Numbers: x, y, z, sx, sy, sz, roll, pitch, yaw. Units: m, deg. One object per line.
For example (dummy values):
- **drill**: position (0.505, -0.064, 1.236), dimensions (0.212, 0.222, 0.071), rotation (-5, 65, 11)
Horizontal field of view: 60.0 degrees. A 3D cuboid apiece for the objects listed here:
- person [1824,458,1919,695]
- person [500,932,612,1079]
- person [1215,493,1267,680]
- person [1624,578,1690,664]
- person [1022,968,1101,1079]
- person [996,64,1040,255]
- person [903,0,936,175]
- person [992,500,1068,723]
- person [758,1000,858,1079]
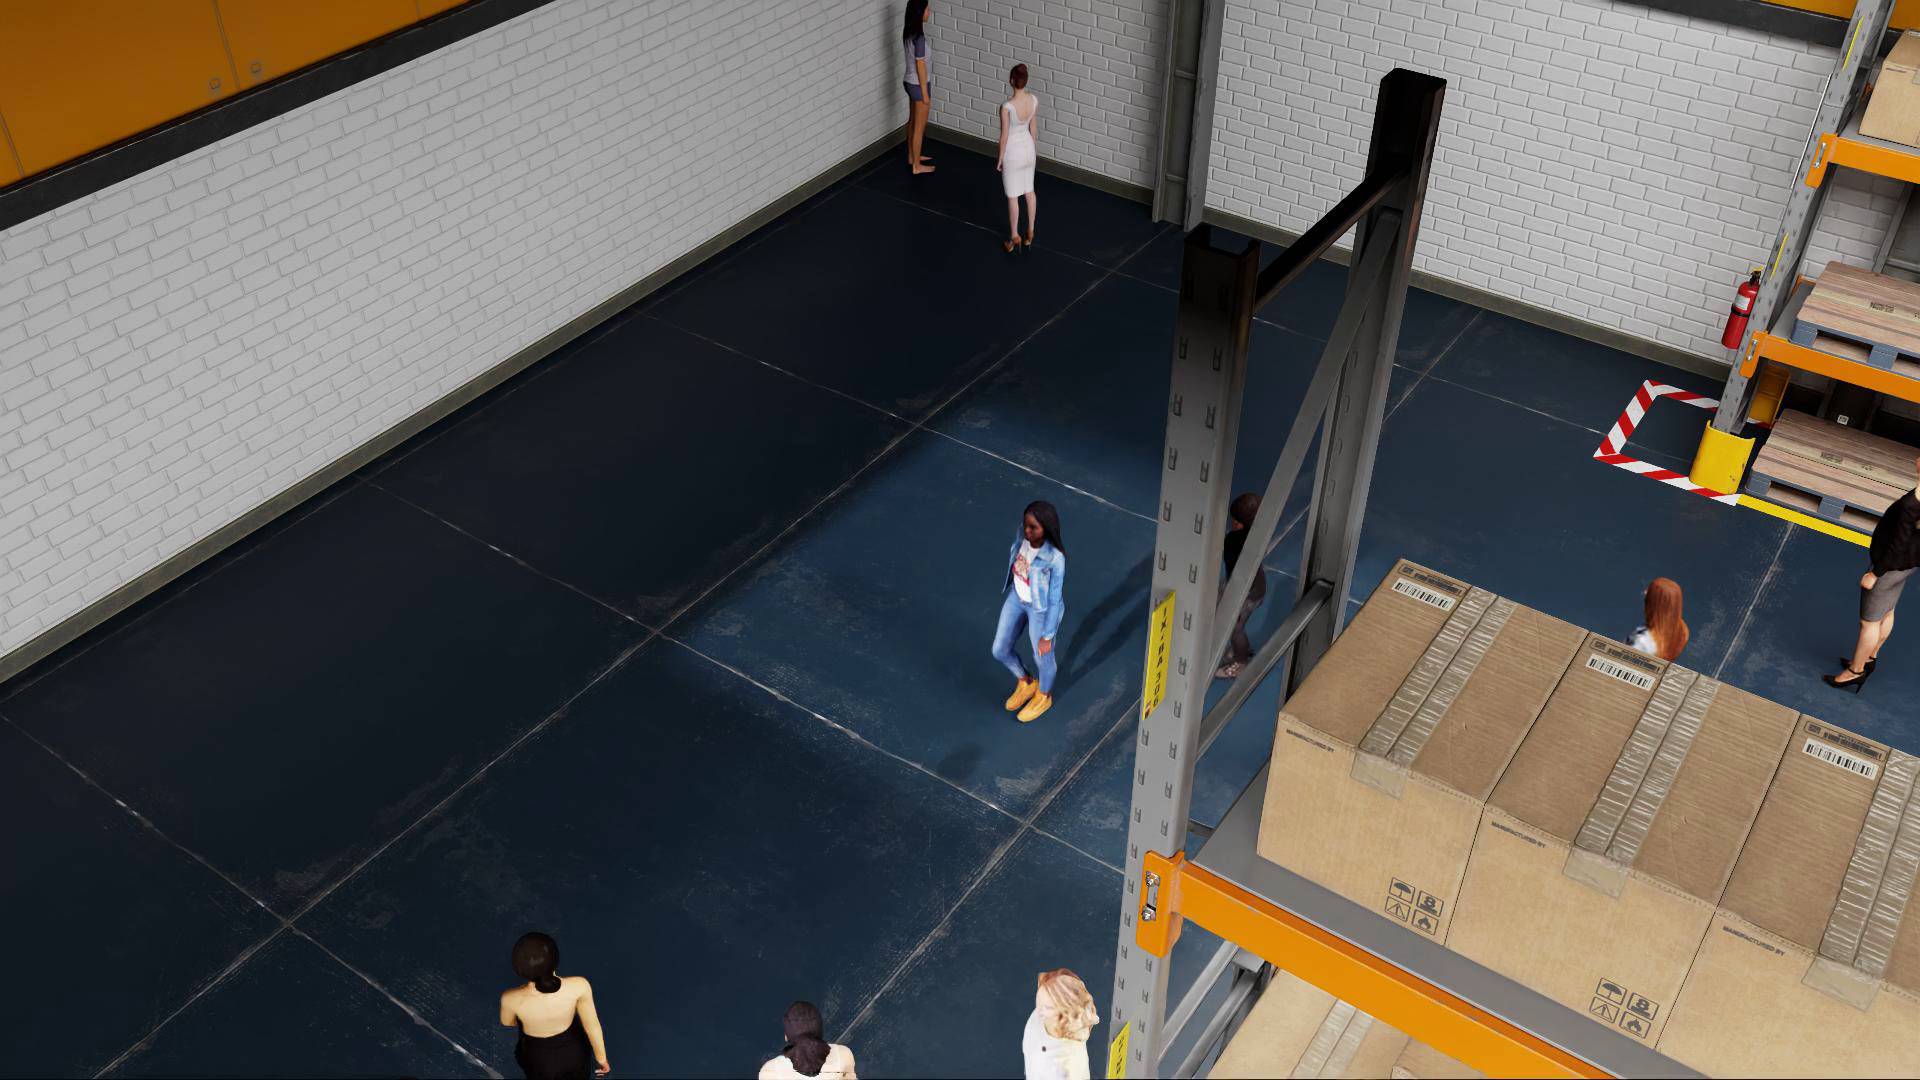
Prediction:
- **person**: position (5.784, 0.190, 10.321), dimensions (0.664, 1.842, 0.633), rotation (-28, 46, -30)
- **person**: position (-1.854, 2.465, 7.661), dimensions (0.932, 1.607, 1.126), rotation (-14, 41, -17)
- **person**: position (1.834, 0.312, 10.348), dimensions (0.756, 1.616, 0.729), rotation (4, 39, 5)
- **person**: position (3.871, 0.923, 9.518), dimensions (0.649, 1.698, 0.589), rotation (-28, 46, -31)
- **person**: position (0.532, 2.489, 7.547), dimensions (0.997, 1.710, 0.946), rotation (-7, 39, -9)
- **person**: position (0.522, -3.407, 14.864), dimensions (0.643, 1.793, 0.614), rotation (-23, 44, -26)
- **person**: position (-0.417, -4.431, 16.194), dimensions (0.718, 1.733, 0.635), rotation (-11, 40, -13)
- **person**: position (0.527, 0.412, 10.154), dimensions (0.784, 1.701, 0.658), rotation (-26, 45, -28)
- **person**: position (-0.614, 2.702, 7.280), dimensions (1.135, 1.711, 1.179), rotation (-6, 39, -7)
